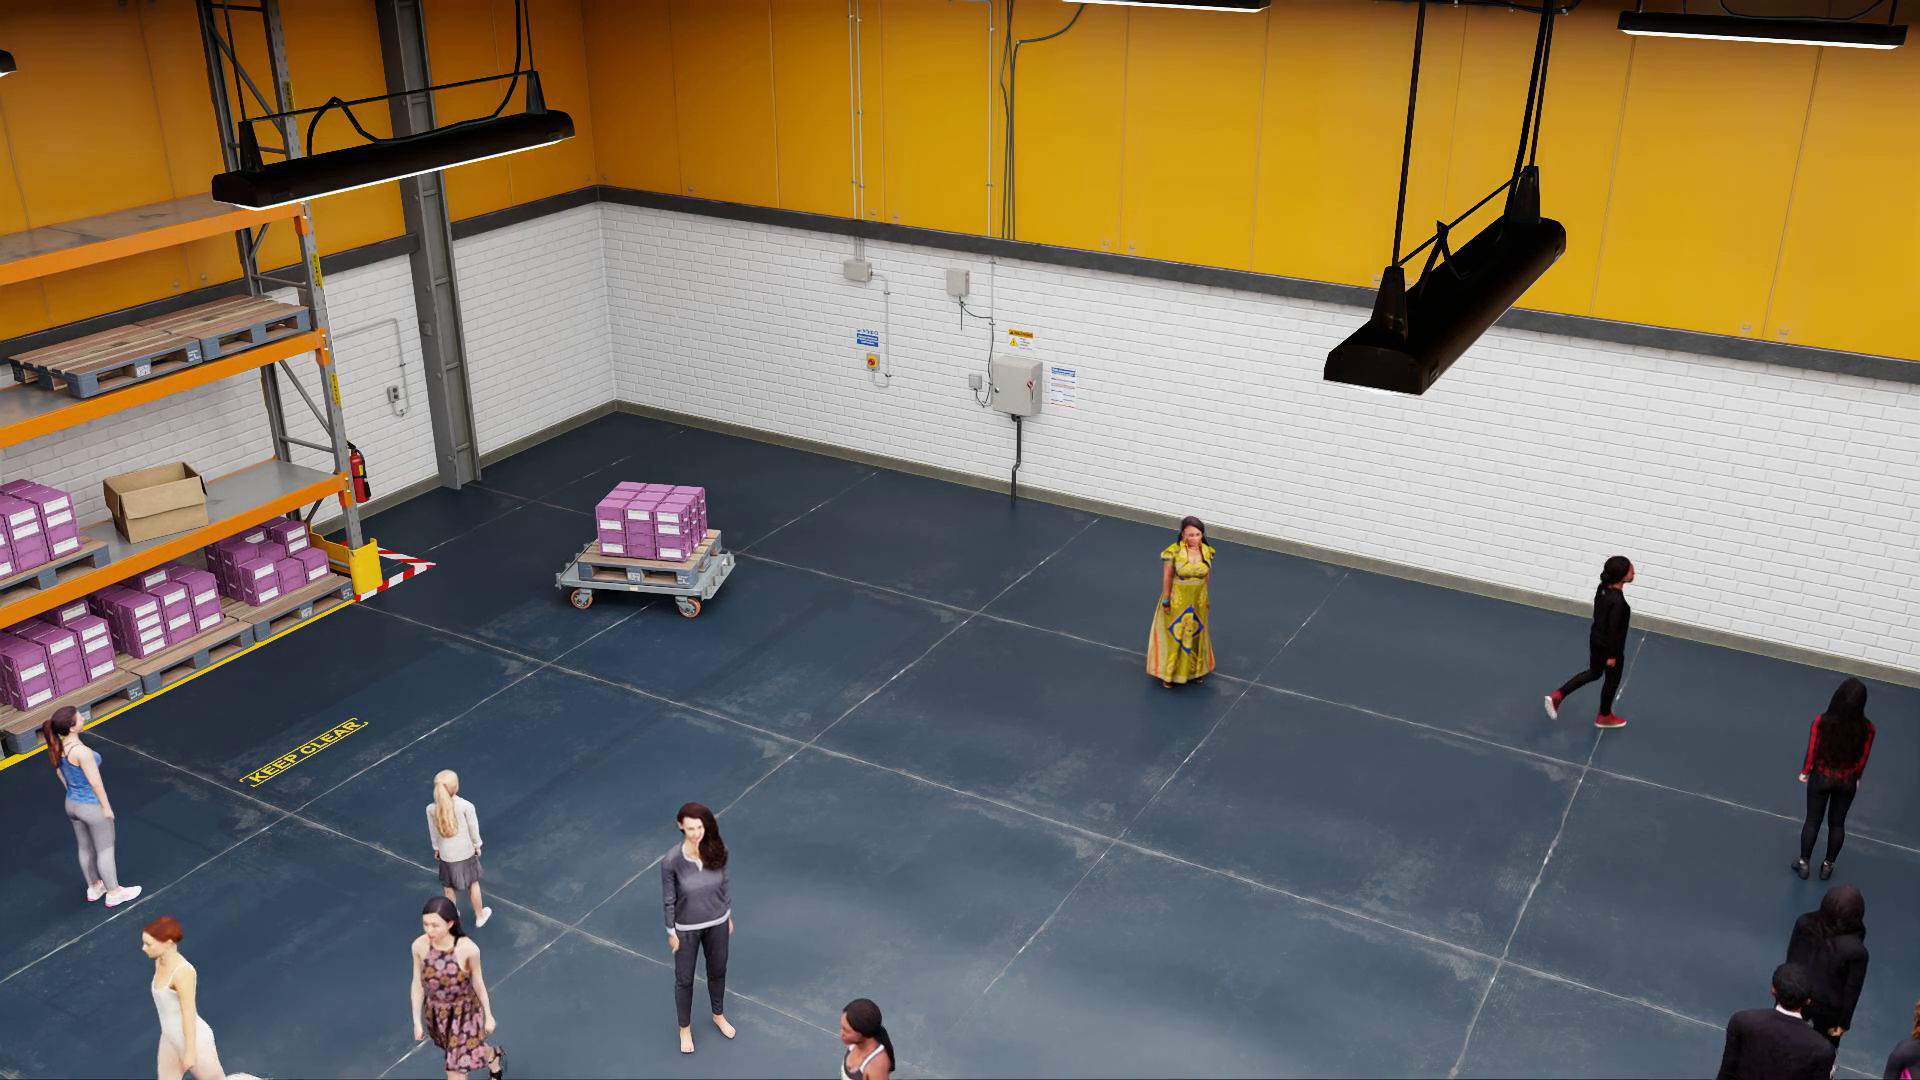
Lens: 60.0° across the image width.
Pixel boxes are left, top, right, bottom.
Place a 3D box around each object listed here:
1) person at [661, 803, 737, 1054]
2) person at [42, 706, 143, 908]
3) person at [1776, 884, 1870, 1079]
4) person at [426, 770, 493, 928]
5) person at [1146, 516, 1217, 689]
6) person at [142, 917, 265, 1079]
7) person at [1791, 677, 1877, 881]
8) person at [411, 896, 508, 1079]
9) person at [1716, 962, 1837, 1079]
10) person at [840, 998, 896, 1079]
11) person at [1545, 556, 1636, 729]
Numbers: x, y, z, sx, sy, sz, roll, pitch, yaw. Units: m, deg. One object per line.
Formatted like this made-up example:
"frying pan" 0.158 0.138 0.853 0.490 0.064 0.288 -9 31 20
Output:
"person" -1.682 2.460 10.707 0.627 1.767 0.743 -13 27 -27
"person" -6.357 1.931 12.114 0.561 1.610 0.535 12 26 26
"person" 5.136 2.830 10.095 1.191 1.580 0.882 -19 30 -36
"person" -3.601 2.207 11.898 0.600 1.277 0.647 -2 24 -4
"person" 2.063 0.546 15.220 0.984 1.660 1.063 -8 25 -18
"person" -4.489 2.918 9.848 0.654 1.617 1.034 17 29 34
"person" 6.509 1.787 12.384 0.641 1.658 0.605 5 24 12
"person" -2.971 2.826 9.912 0.921 1.734 1.247 4 24 8
"person" 4.311 3.169 8.989 0.763 1.845 1.202 16 28 32
"person" -0.397 3.190 9.073 0.779 1.739 0.725 -10 26 -22
"person" 5.524 0.902 14.407 0.989 1.659 1.016 -1 24 -2
